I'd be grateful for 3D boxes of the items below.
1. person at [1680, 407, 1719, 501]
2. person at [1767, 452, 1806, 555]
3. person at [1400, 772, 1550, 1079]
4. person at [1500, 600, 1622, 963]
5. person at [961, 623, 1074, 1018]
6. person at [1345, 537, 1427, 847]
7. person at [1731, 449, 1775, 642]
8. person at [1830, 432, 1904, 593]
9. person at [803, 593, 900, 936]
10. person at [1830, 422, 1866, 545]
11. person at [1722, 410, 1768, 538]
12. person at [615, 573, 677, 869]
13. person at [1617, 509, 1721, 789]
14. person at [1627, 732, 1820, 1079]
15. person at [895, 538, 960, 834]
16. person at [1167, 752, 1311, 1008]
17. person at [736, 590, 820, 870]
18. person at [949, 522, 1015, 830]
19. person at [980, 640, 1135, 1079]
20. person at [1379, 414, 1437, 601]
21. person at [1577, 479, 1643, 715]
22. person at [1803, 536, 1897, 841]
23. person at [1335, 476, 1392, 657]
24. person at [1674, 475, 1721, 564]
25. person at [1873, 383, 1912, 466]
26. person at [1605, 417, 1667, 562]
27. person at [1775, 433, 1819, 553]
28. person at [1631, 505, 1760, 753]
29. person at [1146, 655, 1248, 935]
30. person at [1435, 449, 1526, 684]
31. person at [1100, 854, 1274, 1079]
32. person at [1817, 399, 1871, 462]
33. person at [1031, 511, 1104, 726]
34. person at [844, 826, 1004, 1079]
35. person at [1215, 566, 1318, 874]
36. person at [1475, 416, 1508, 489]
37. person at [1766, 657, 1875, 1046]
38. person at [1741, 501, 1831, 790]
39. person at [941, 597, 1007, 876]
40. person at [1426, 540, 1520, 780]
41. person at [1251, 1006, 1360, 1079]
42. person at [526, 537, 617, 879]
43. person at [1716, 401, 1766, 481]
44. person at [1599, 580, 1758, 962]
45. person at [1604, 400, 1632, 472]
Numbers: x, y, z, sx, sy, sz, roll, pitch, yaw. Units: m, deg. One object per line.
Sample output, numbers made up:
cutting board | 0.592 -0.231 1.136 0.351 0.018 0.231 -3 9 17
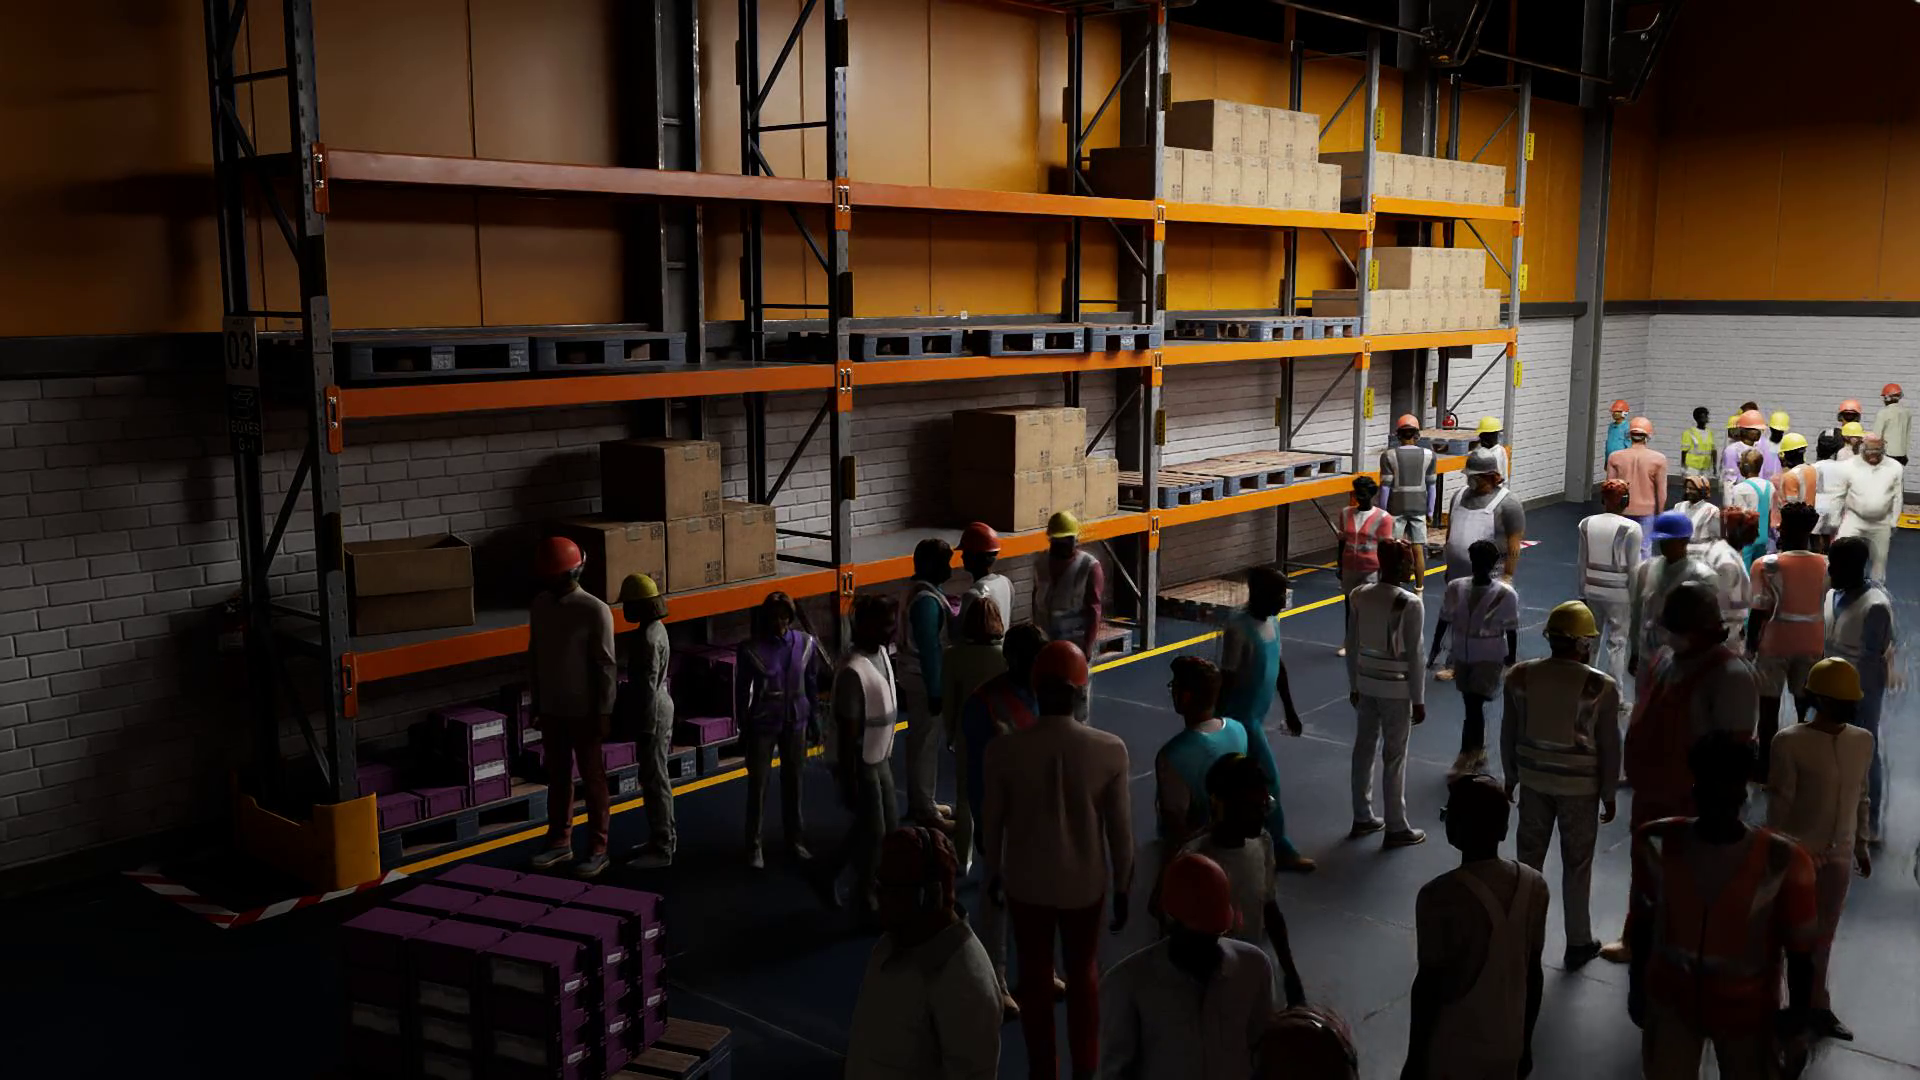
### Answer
person | 10.387 -1.036 23.453 0.573 1.678 0.428 -2 9 -13
person | 8.543 -0.114 17.230 0.340 1.757 0.528 0 9 -2
person | 1.686 1.669 5.474 0.505 1.839 0.339 -4 10 -24
person | 3.047 1.212 8.435 0.596 1.828 0.403 7 11 40
person | 0.311 1.298 7.847 0.622 1.845 0.429 -7 11 -37
person | 2.606 0.919 10.159 0.361 1.884 0.574 -6 10 -32
person | 7.529 0.049 15.891 0.515 1.843 0.325 -4 10 -26
person | 9.506 -0.213 17.523 0.758 1.875 0.456 2 9 15
person | -0.535 1.172 8.715 0.508 1.824 0.586 2 9 11
person | 10.571 -0.523 19.832 0.311 1.769 0.522 6 11 36
person | 8.546 -0.392 18.098 0.607 2.044 0.379 -6 11 -34
person | -1.847 1.053 9.790 0.324 1.728 0.491 -1 9 -9
person | 4.699 0.756 11.027 0.402 1.944 0.610 -5 10 -31
person | 2.687 1.568 5.843 0.635 1.936 0.808 7 11 38
person | -0.187 0.901 10.423 0.430 1.840 0.620 -1 9 -7
person | 0.992 1.632 5.756 0.939 1.821 0.517 8 12 41
person | -1.066 1.103 9.764 0.520 1.636 0.312 -4 10 -27
person | 0.126 0.851 10.420 0.355 1.939 0.543 4 10 24
person | 0.387 1.388 6.818 0.618 1.975 0.487 0 9 -3
person | 4.719 -0.313 17.620 0.605 2.033 0.392 0 9 1
person | 5.162 0.450 13.228 0.366 1.879 0.581 -5 10 -29
person | 5.357 0.922 10.123 0.685 1.893 0.602 -1 9 -5
person | 3.646 0.254 15.070 0.535 1.692 0.317 8 12 41
person | 6.833 0.209 15.517 0.306 1.640 0.522 -5 10 -28
person | 13.290 -1.250 23.816 0.642 1.988 0.405 -3 9 -19
person | 7.221 -0.320 17.797 0.623 1.989 0.401 4 10 26
person | 8.373 -0.117 16.732 0.585 1.916 0.388 -8 12 -43
person | 5.457 0.639 12.095 0.948 1.848 0.591 2 9 14
person | 1.023 1.406 7.133 0.386 1.845 0.567 7 11 39
person | 4.372 0.231 14.086 0.537 2.000 0.674 -8 12 -40
person | 0.702 1.784 5.036 0.557 1.743 0.344 -2 9 -14
person | 10.615 -0.674 19.985 0.611 2.030 0.409 4 10 23
person | 0.688 0.698 11.817 0.611 1.797 0.829 6 11 33
person | -0.127 1.743 4.766 0.410 1.909 0.643 -4 10 -22
person | 1.650 1.021 9.833 0.977 1.796 0.529 6 11 33
person | 5.966 -0.433 18.746 0.387 1.922 0.594 2 9 15
person | 3.868 1.391 7.487 0.524 1.769 0.314 -2 9 -12
person | 5.586 0.714 11.207 0.613 1.965 0.361 0 9 3
person | 0.140 1.134 9.564 0.500 1.636 0.284 2 9 14
person | 3.503 0.824 11.447 0.729 1.665 0.562 -7 11 -39
person | 0.772 1.930 3.762 0.650 1.847 1.028 5 10 28
person | -2.260 0.957 9.590 0.610 1.984 0.399 5 10 30
person | 10.365 -0.915 22.104 0.578 1.851 0.440 4 10 26
person | 3.646 1.145 8.192 0.772 2.000 0.697 -1 9 -9
person | 9.379 -1.126 23.750 0.321 1.755 0.566 -2 9 -12
